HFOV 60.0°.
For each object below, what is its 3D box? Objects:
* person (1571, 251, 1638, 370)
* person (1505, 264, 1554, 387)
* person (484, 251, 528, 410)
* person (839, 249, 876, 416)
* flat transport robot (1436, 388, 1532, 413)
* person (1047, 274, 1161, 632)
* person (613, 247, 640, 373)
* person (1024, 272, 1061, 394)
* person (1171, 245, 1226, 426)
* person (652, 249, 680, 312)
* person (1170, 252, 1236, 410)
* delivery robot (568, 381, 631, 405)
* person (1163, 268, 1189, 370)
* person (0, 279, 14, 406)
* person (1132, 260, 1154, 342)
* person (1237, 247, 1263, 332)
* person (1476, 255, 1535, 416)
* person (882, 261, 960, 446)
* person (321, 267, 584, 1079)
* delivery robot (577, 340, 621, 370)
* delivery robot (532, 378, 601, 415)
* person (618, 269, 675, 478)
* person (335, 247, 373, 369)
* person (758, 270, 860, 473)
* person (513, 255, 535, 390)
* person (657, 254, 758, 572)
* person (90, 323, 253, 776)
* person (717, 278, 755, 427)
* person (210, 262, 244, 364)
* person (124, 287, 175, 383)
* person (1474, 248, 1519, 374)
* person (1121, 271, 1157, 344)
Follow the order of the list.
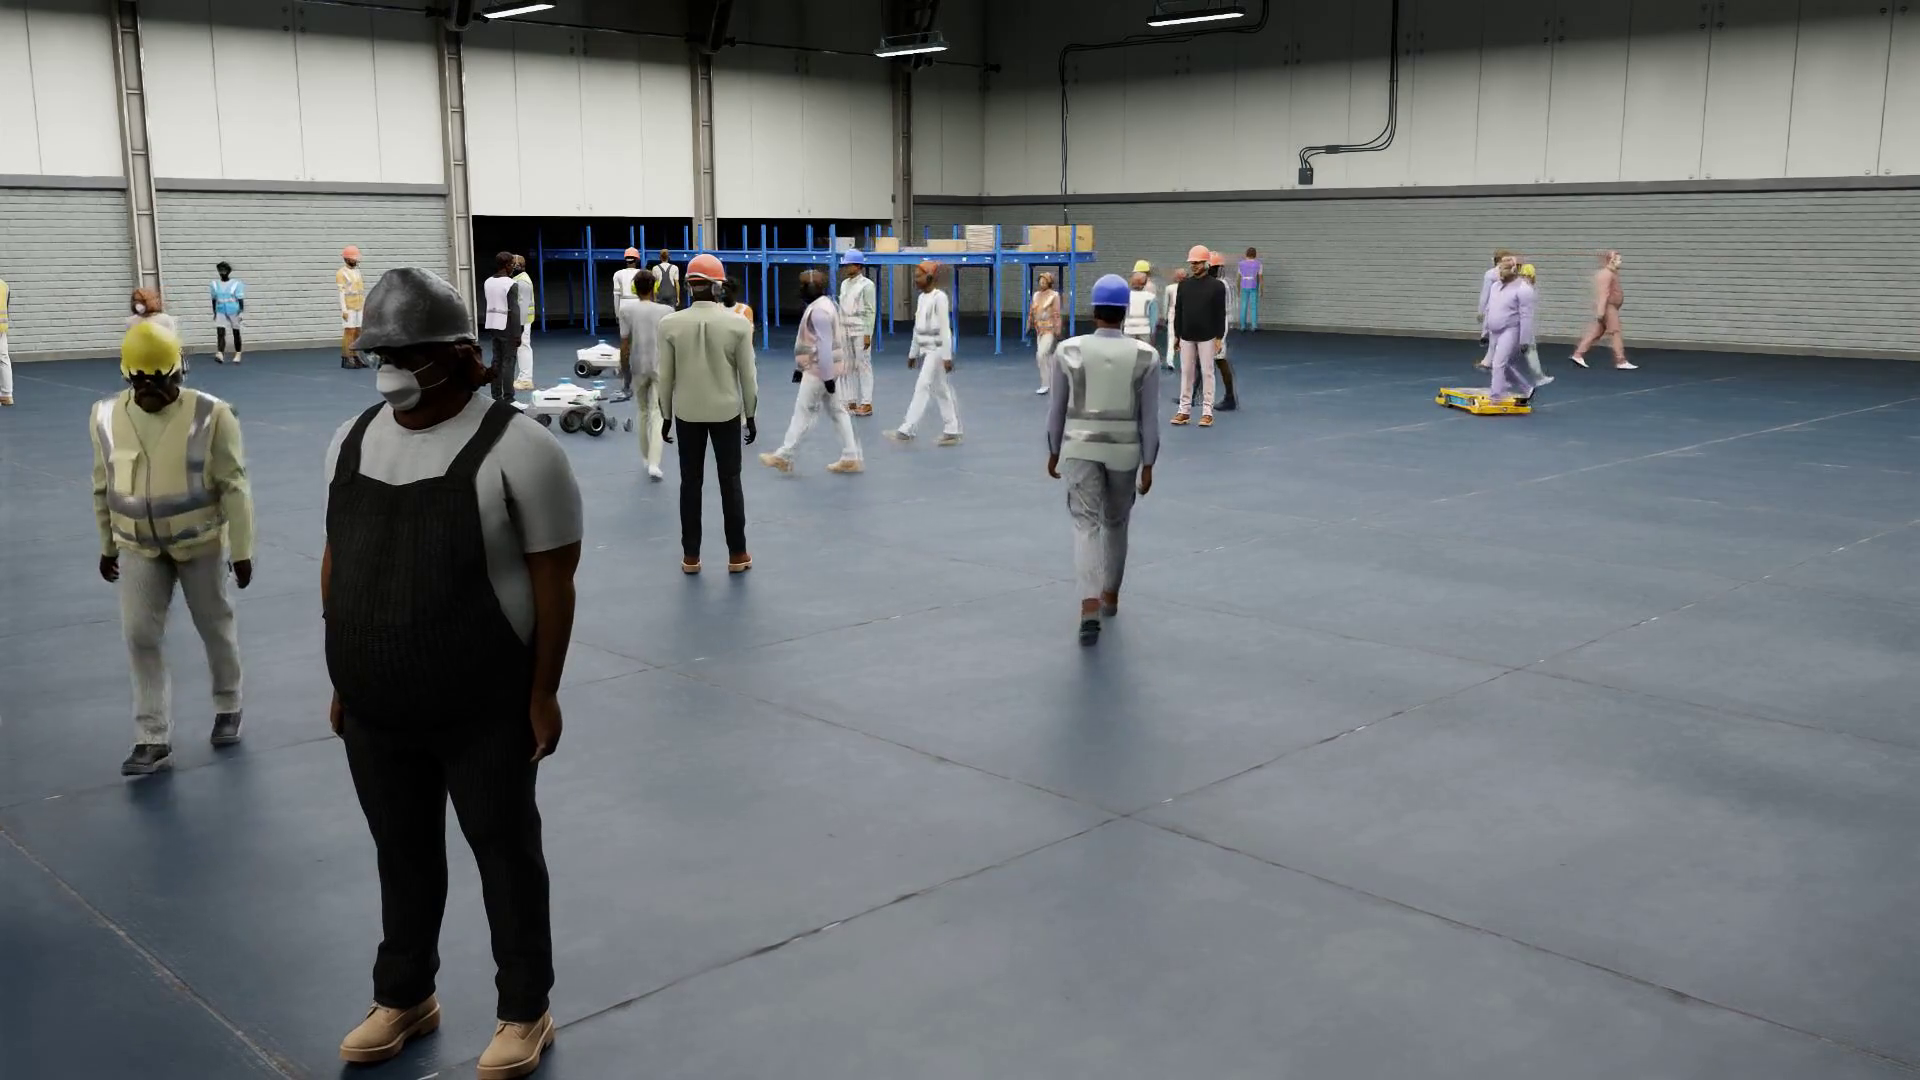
[{"bbox_3d":[10.256,-3.649,26.412,0.994,1.865,0.650,4,11,21],"label":"person"},{"bbox_3d":[7.894,-2.984,23.208,0.875,1.698,0.504,-3,11,-18],"label":"person"},{"bbox_3d":[-5.565,-2.548,20.282,0.589,1.914,0.377,8,13,38],"label":"person"},{"bbox_3d":[-1.233,-2.452,19.649,0.390,1.948,0.605,-9,14,-41],"label":"person"},{"bbox_3d":[6.384,-1.715,20.326,0.652,0.197,1.431,-1,10,-4],"label":"flat transport robot"},{"bbox_3d":[0.778,-0.479,9.000,0.599,1.912,0.971,0,10,-2],"label":"person"},{"bbox_3d":[-4.918,-3.427,25.025,0.551,1.924,0.384,-1,10,-3],"label":"person"},{"bbox_3d":[1.097,-2.745,22.144,0.528,1.617,0.538,-6,12,-31],"label":"person"},{"bbox_3d":[2.654,-2.274,18.548,0.610,1.995,0.384,7,12,33],"label":"person"},{"bbox_3d":[-5.659,-4.676,32.062,0.507,1.846,0.345,-2,11,-11],"label":"person"},{"bbox_3d":[2.960,-2.527,20.168,0.900,1.897,0.567,1,10,6],"label":"person"},{"bbox_3d":[-3.896,-1.599,17.955,0.335,0.223,0.698,9,14,40],"label":"delivery robot"},{"bbox_3d":[3.458,-3.491,26.266,0.525,1.599,0.839,4,11,20],"label":"person"},{"bbox_3d":[-12.073,-2.585,20.671,0.429,1.844,0.625,1,10,3],"label":"person"},{"bbox_3d":[2.637,-3.168,24.100,0.359,1.755,0.525,-3,11,-17],"label":"person"},{"bbox_3d":[6.387,-5.518,36.653,0.572,1.841,0.375,4,11,23],"label":"person"},{"bbox_3d":[6.539,-2.436,19.762,0.835,1.881,0.653,-3,11,-17],"label":"person"},{"bbox_3d":[-0.397,-1.860,16.712,0.948,1.837,0.616,-4,11,-20],"label":"person"},{"bbox_3d":[-1.317,0.365,4.156,0.688,2.000,0.539,3,11,15],"label":"person"},{"bbox_3d":[-5.369,-2.761,24.989,0.707,0.478,0.477,2,10,10],"label":"delivery robot"},{"bbox_3d":[-4.342,-1.545,18.355,0.707,0.478,0.477,0,10,-2],"label":"delivery robot"},{"bbox_3d":[-2.735,-1.472,14.683,0.517,1.823,0.993,0,10,-3],"label":"person"},{"bbox_3d":[-9.710,-3.711,26.606,0.393,1.918,0.623,4,11,19],"label":"person"},{"bbox_3d":[-1.331,-1.496,14.846,0.932,1.798,0.636,1,10,3],"label":"person"},{"bbox_3d":[-6.113,-3.023,23.055,0.429,1.843,0.632,-4,11,-20],"label":"person"},{"bbox_3d":[-1.586,-0.796,10.498,0.623,1.990,0.390,-1,10,-3],"label":"person"},{"bbox_3d":[-3.161,0.025,6.633,0.640,1.761,0.889,-1,10,-7],"label":"person"},{"bbox_3d":[-2.474,-2.009,18.019,0.555,1.635,0.874,3,11,15],"label":"person"},{"bbox_3d":[-12.078,-3.728,27.386,0.552,1.648,0.843,-1,10,-7],"label":"person"},{"bbox_3d":[-7.744,-1.599,15.917,0.514,1.609,0.630,0,10,-2],"label":"person"},{"bbox_3d":[8.102,-3.477,25.342,0.655,1.906,0.900,-6,12,-28],"label":"person"},{"bbox_3d":[2.360,-2.751,22.145,0.529,1.632,0.420,2,11,11],"label":"person"}]
